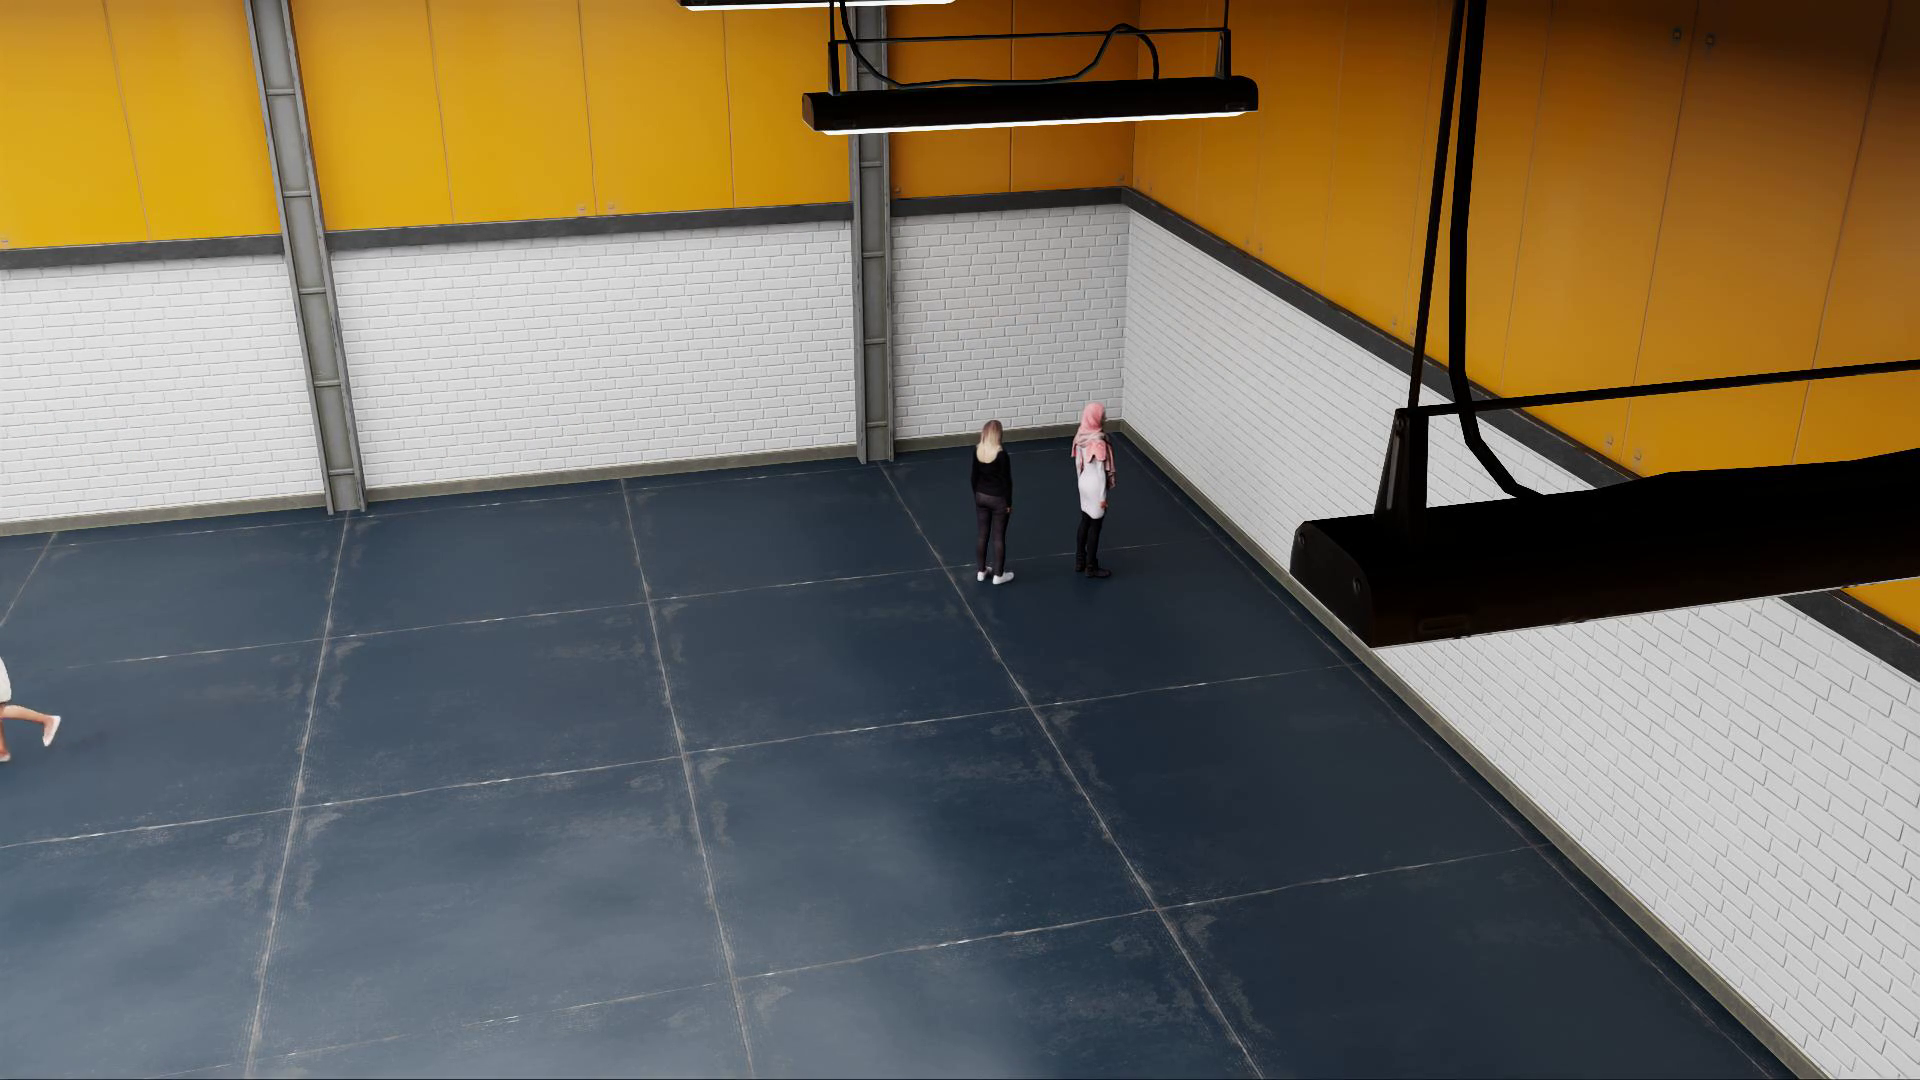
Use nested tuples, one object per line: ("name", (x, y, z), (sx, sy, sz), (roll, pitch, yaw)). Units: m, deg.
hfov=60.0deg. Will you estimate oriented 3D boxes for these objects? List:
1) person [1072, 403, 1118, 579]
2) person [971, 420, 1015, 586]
("person", (1.322, -0.501, 16.567), (0.629, 1.803, 0.668), (-10, 26, -22))
("person", (0.313, -0.380, 16.437), (0.691, 1.685, 0.728), (17, 29, 33))
